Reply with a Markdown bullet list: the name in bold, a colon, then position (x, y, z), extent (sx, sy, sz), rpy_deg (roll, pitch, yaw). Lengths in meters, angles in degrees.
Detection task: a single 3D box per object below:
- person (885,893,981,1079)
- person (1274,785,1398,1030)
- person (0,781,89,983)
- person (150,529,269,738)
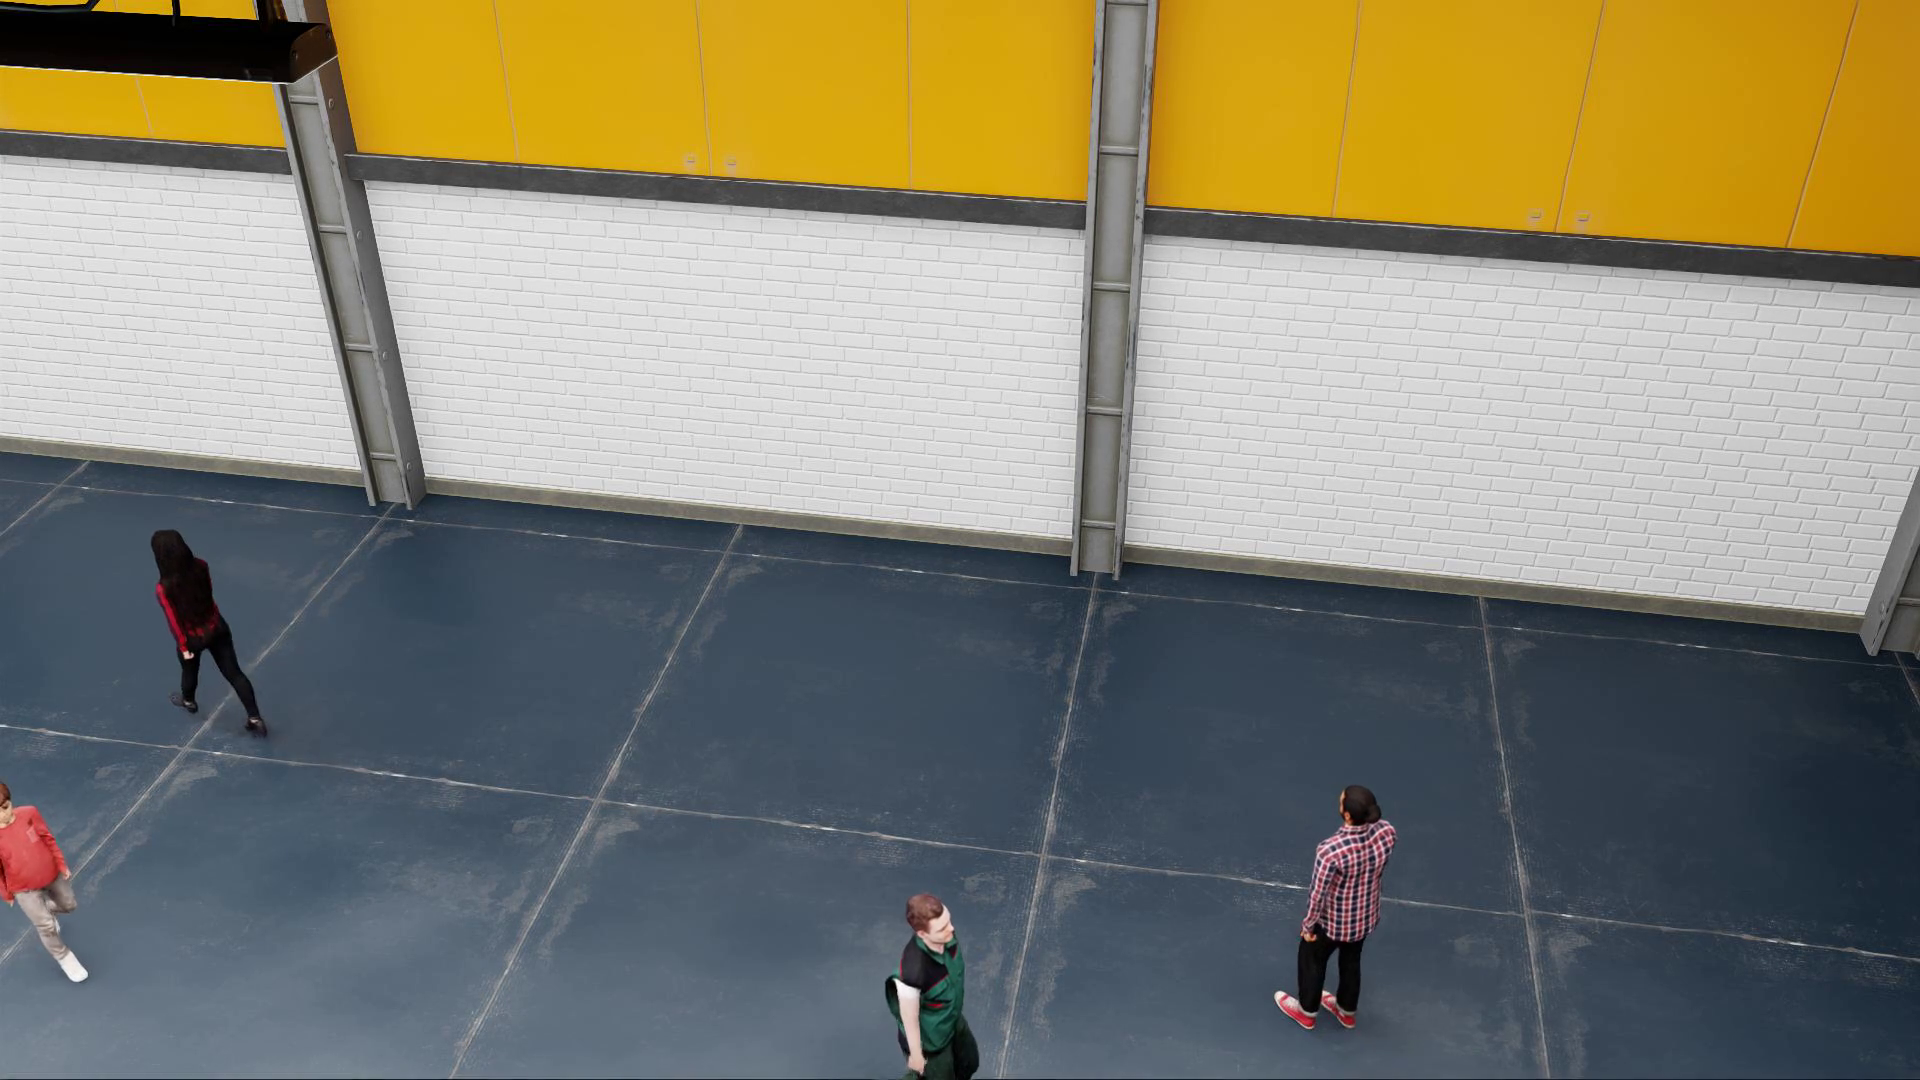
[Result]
- **person**: position (-0.200, 2.425, 8.396), extent (0.779, 1.832, 0.711), rpy_deg (11, 35, 16)
- **person**: position (2.124, 2.020, 9.069), extent (0.811, 1.763, 0.895), rpy_deg (-16, 37, -22)
- **person**: position (-5.358, 1.905, 9.569), extent (0.878, 1.400, 0.718), rpy_deg (22, 39, 29)
- **person**: position (-5.040, 0.663, 11.241), extent (1.124, 1.618, 0.810), rpy_deg (16, 37, 23)
